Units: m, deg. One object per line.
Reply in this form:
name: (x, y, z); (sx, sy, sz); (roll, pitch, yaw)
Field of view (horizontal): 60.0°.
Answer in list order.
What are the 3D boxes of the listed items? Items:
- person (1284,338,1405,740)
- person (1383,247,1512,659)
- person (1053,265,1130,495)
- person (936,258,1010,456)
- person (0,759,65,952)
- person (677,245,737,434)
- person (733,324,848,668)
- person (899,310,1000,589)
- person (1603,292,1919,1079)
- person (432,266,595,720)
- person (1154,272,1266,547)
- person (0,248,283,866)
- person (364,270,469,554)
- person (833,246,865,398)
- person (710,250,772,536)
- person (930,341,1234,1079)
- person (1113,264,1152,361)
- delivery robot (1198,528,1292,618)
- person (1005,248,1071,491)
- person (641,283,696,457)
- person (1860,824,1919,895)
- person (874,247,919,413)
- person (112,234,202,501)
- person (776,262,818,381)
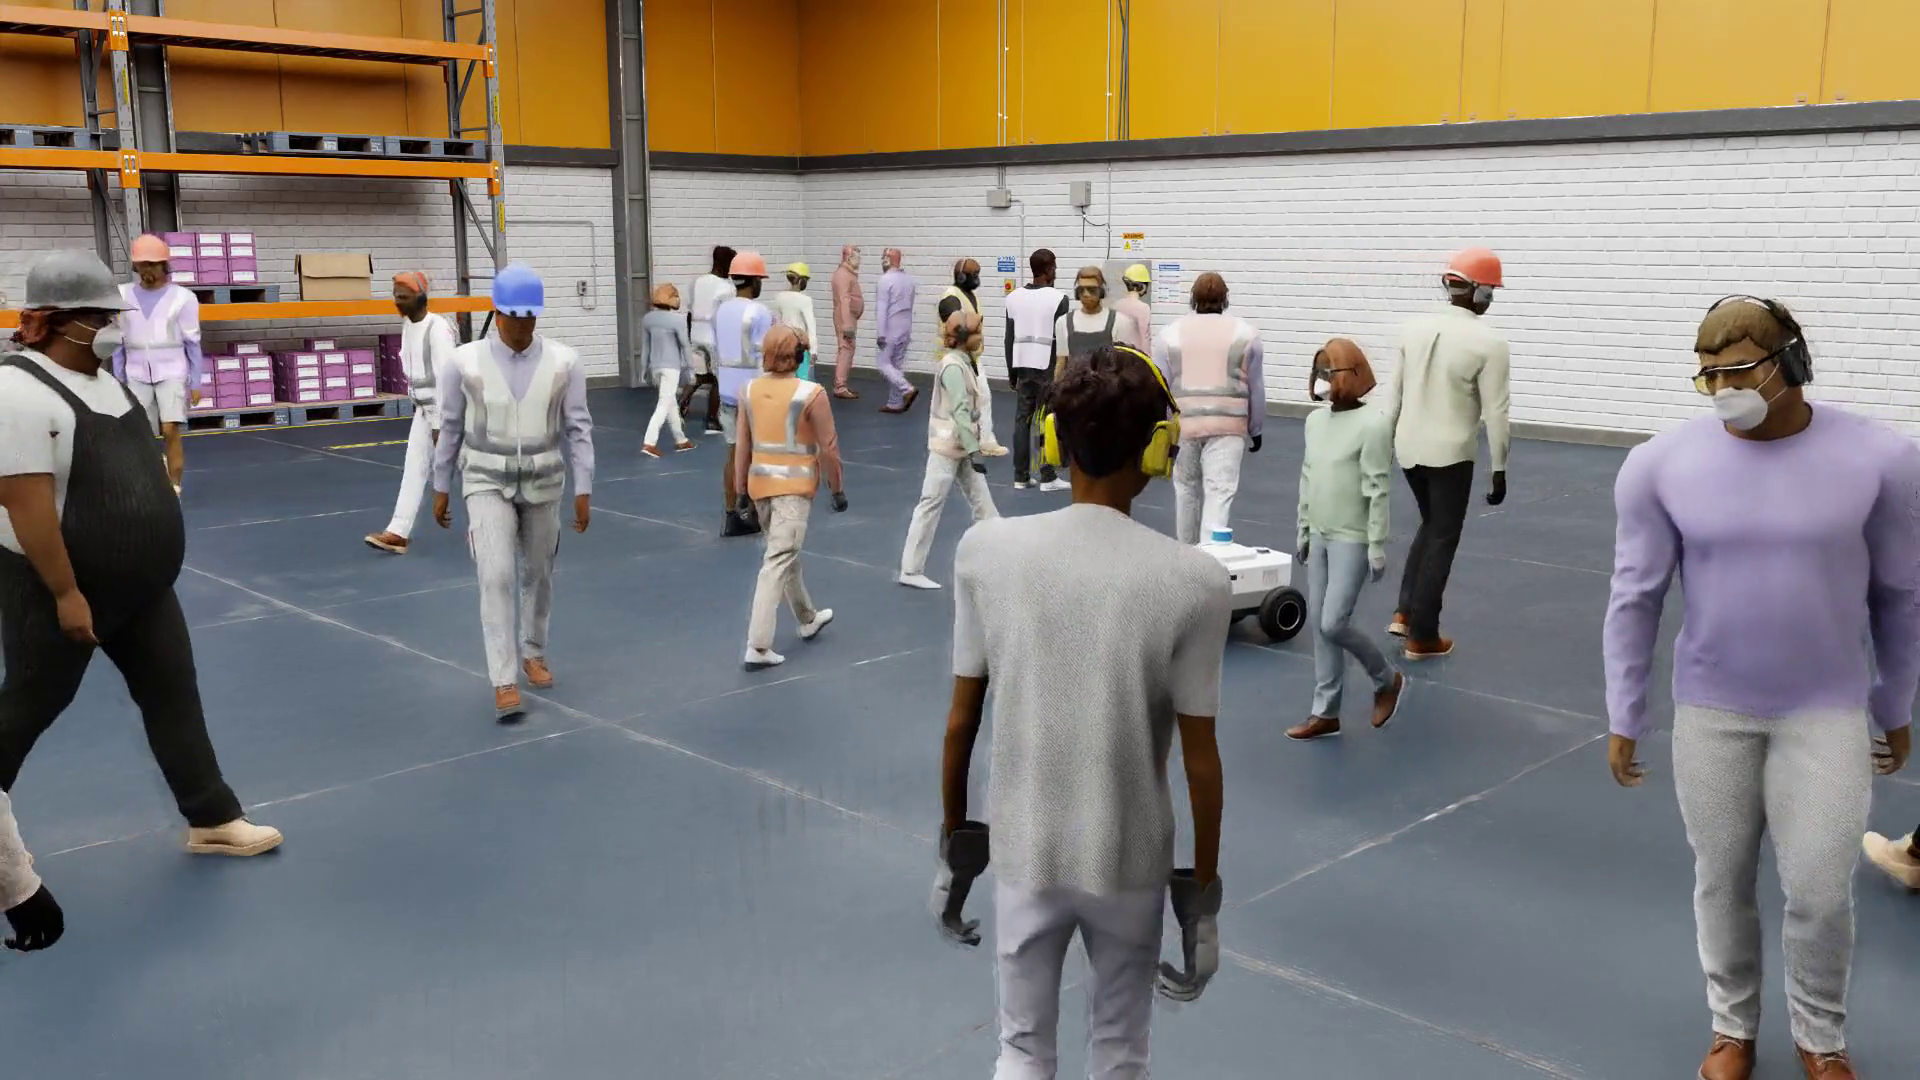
person: (1.539, 0.008, 6.625); (0.412, 1.620, 0.525); (-4, 11, -22)
person: (2.328, -0.402, 7.951); (0.524, 1.966, 0.659); (-7, 12, -32)
person: (0.887, -0.918, 11.131); (0.533, 1.827, 0.544); (3, 11, 14)
person: (0.100, -1.614, 14.975); (0.811, 1.808, 0.637); (5, 11, 25)
person: (-1.954, 0.572, 2.871); (0.583, 1.887, 0.991); (5, 11, 24)
person: (-2.558, -1.995, 16.734); (0.667, 1.928, 0.690); (6, 12, 30)
person: (-0.814, -0.223, 7.966); (0.513, 1.594, 0.863); (7, 12, 33)
person: (0.044, -0.495, 9.464); (0.861, 1.595, 0.533); (2, 11, 11)
person: (1.816, 0.388, 3.803); (0.651, 1.899, 0.502); (6, 12, 28)
person: (-1.894, -0.212, 7.123); (0.655, 1.882, 0.929); (-5, 11, -23)
person: (1.452, -0.634, 9.639); (0.619, 1.799, 0.950); (3, 11, 17)
person: (-2.802, 0.055, 5.243); (1.020, 2.000, 0.685); (1, 10, 6)
person: (-3.352, -0.820, 10.666); (0.583, 1.803, 1.067); (9, 14, 41)
person: (-1.398, -2.714, 20.822); (0.417, 1.881, 0.776); (0, 10, -2)
person: (-1.418, -0.978, 11.205); (0.574, 1.916, 0.517); (9, 13, 39)
person: (0.175, 0.596, 2.847); (0.550, 1.847, 0.581); (3, 11, 15)
person: (1.567, -1.613, 15.118); (0.352, 1.763, 0.531); (-6, 12, -32)
delivery robot: (1.309, 0.183, 8.343); (0.707, 0.478, 0.477); (-6, 12, -28)
person: (0.617, -1.349, 13.237); (0.594, 1.915, 0.373); (8, 13, 36)
person: (-2.713, -1.569, 15.334); (0.520, 1.591, 0.858); (6, 12, 31)
person: (3.083, 0.326, 4.821); (0.549, 1.651, 0.869); (-3, 11, -14)
person: (-0.706, -2.350, 18.768); (0.571, 1.896, 0.645); (7, 12, 32)
person: (-5.794, -1.189, 12.035); (0.619, 2.031, 0.526); (-2, 11, -9)
person: (-1.661, -1.987, 17.160); (0.556, 1.743, 0.381); (10, 14, 44)
